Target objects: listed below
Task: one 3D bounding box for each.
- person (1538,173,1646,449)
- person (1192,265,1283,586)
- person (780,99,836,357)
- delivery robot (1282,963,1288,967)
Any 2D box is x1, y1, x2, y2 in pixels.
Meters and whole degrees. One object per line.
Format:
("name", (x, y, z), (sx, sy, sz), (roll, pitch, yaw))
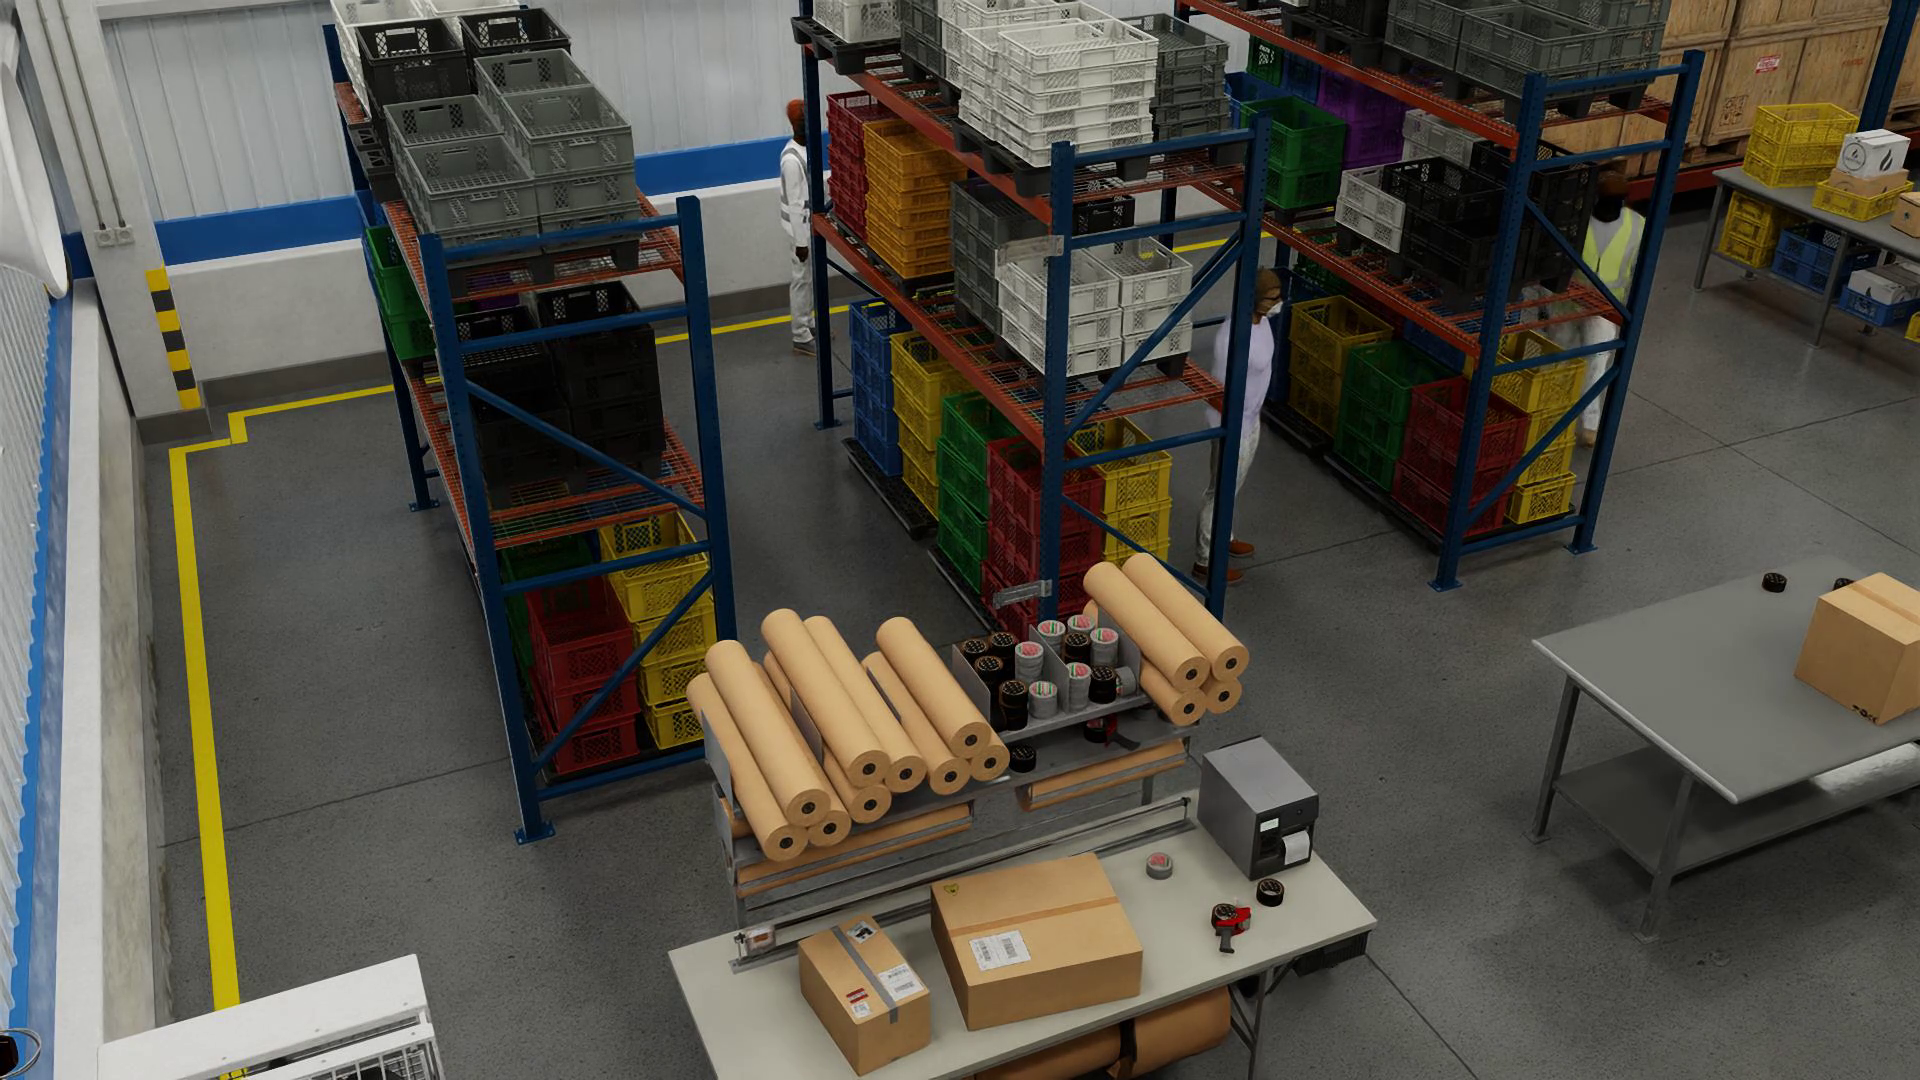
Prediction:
("person", (4.120, -1.517, 10.959), (0.635, 1.797, 0.915), (8, 33, 13))
("person", (1.572, -0.655, 9.437), (0.361, 1.931, 0.627), (11, 33, 17))
("person", (-1.120, -2.274, 12.109), (0.342, 1.883, 0.587), (3, 32, 4))
("delivery robot", (1.270, 1.486, 7.177), (0.477, 0.478, 0.707), (-13, 34, -20))
